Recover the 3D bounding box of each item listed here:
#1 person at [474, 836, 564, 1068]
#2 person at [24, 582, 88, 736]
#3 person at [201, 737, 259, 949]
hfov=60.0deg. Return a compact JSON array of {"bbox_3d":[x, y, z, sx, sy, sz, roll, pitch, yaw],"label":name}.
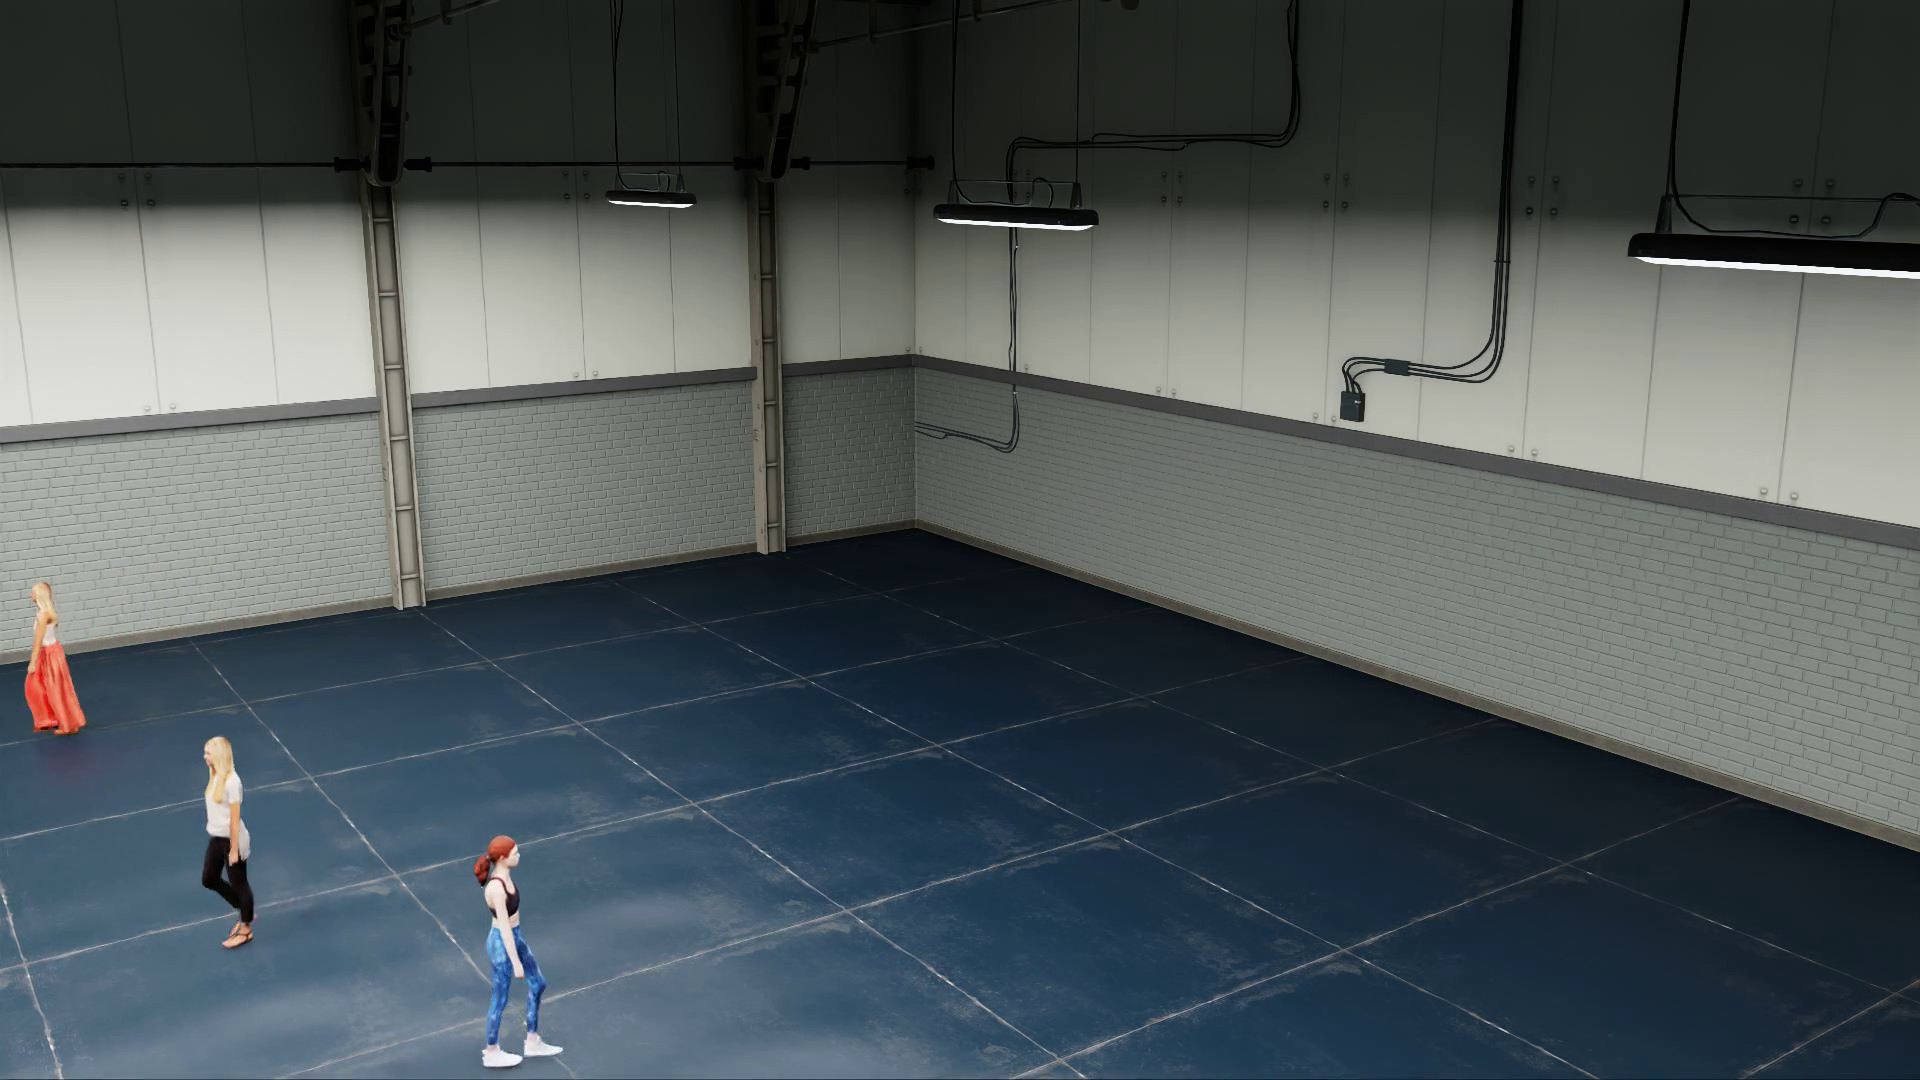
[{"bbox_3d":[-3.314,2.951,11.815,0.896,1.769,0.784,-1,13,-5],"label":"person"},{"bbox_3d":[-10.120,1.347,18.701,0.843,1.786,0.696,-6,14,-26],"label":"person"},{"bbox_3d":[-5.959,2.471,13.775,0.701,1.818,0.702,11,17,39],"label":"person"}]
